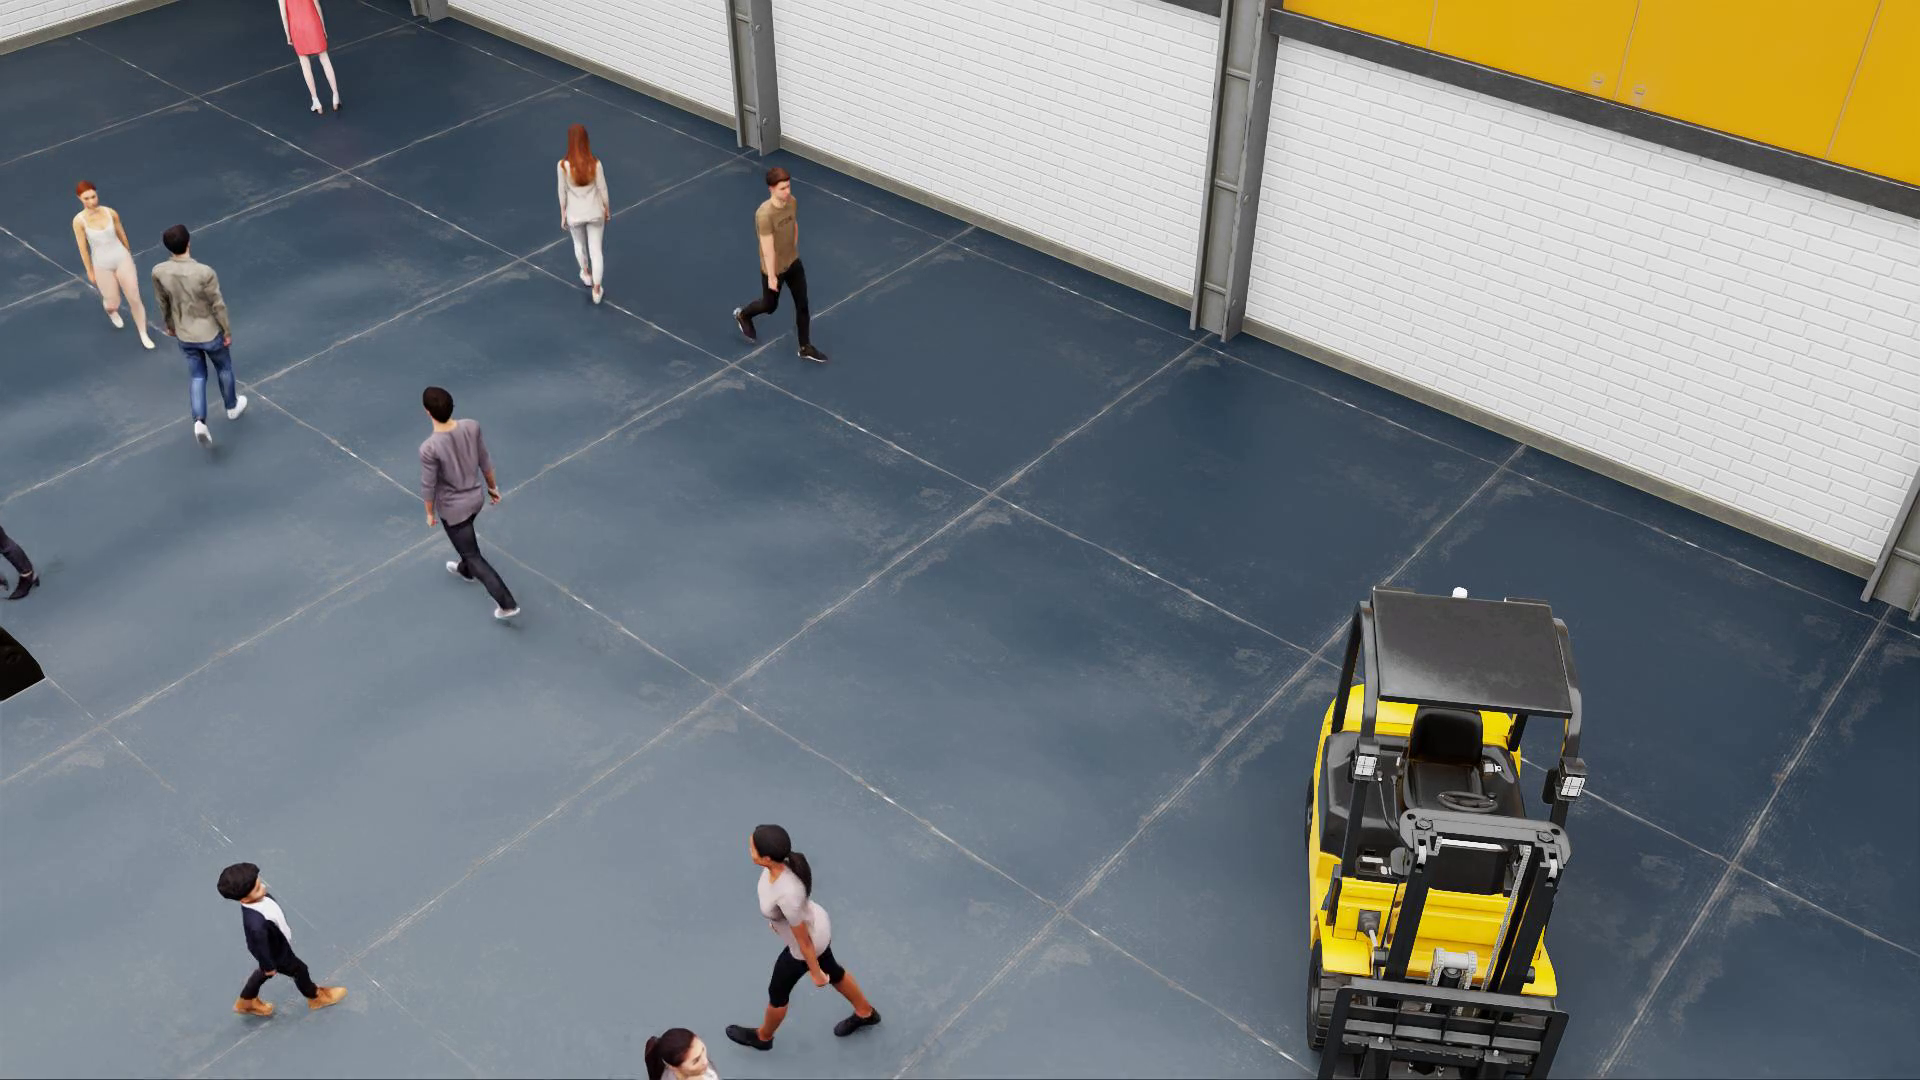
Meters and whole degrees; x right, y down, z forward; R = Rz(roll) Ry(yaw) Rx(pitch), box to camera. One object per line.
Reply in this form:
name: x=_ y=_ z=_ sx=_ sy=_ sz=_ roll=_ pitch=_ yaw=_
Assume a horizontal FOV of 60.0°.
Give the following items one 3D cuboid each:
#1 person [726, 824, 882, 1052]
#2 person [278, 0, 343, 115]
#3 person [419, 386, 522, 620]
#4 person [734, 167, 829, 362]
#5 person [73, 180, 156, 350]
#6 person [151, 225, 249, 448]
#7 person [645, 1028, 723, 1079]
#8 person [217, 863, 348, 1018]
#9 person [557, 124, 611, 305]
person: x=-0.746 y=2.152 z=8.912 sx=1.141 sy=1.702 sz=1.093 roll=-7 pitch=39 yaw=-9
person: x=-7.319 y=-5.683 z=18.624 sx=0.655 sy=1.827 sz=0.631 roll=-19 pitch=42 yaw=-23
person: x=-3.485 y=-0.233 z=11.807 sx=1.191 sy=1.816 sz=0.739 roll=24 pitch=44 yaw=27
person: x=-1.643 y=-2.408 z=14.530 sx=1.158 sy=1.817 sz=0.654 roll=26 pitch=45 yaw=29
person: x=-7.548 y=-2.465 z=14.753 sx=0.613 sy=1.628 sz=0.813 roll=-30 pitch=48 yaw=-32
person: x=-6.232 y=-1.634 z=13.544 sx=1.163 sy=1.838 sz=1.204 roll=-4 pitch=39 yaw=-5
person: x=-1.341 y=2.882 z=8.031 sx=1.011 sy=1.660 sz=0.846 roll=9 pitch=39 yaw=11
person: x=-3.878 y=2.237 z=9.201 sx=0.799 sy=1.209 sz=0.845 roll=-15 pitch=41 yaw=-18
person: x=-3.442 y=-2.950 z=15.310 sx=0.873 sy=1.690 sz=0.950 roll=-7 pitch=39 yaw=-8
